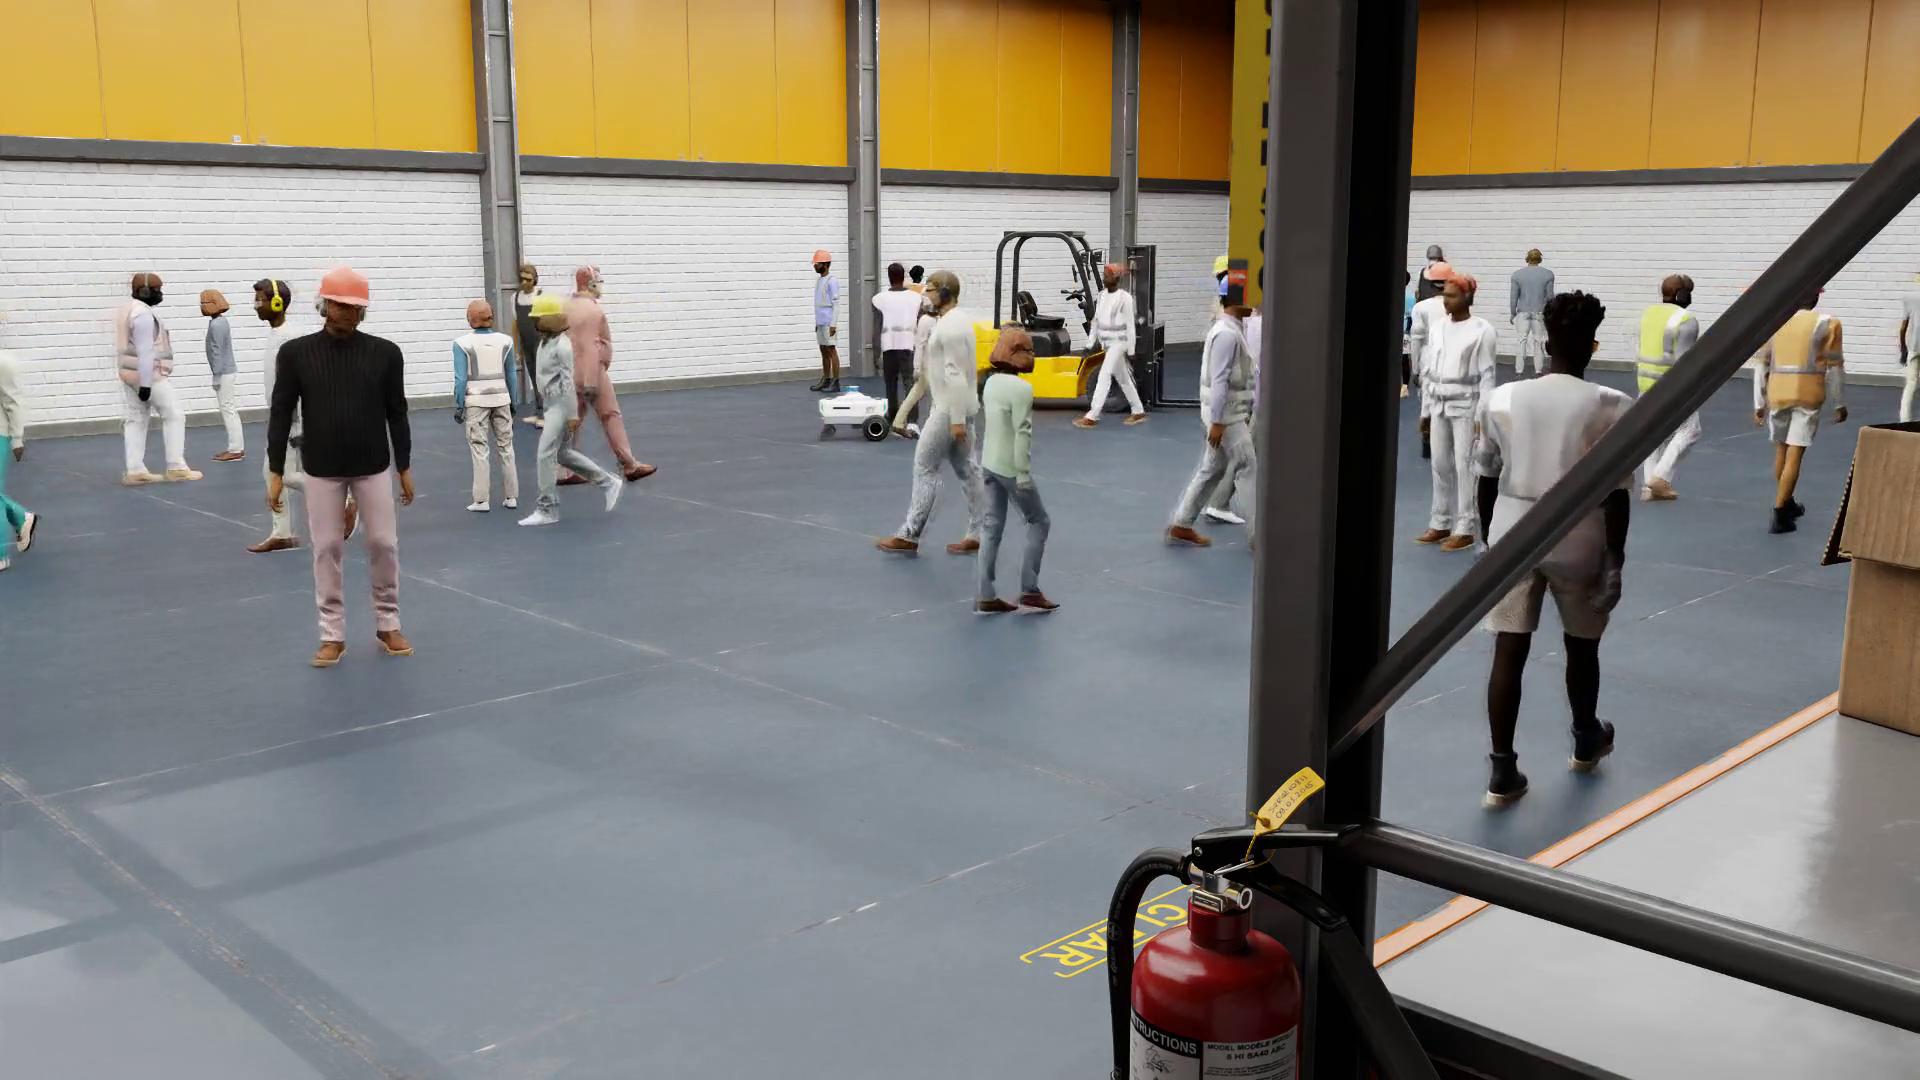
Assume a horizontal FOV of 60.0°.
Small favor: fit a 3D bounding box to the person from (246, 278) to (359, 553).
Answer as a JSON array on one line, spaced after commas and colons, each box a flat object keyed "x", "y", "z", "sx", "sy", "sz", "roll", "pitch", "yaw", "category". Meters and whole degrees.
[{"x": -4.479, "y": -0.832, "z": 11.205, "sx": 0.672, "sy": 1.849, "sz": 0.530, "roll": -7, "pitch": 12, "yaw": -33, "category": "person"}]

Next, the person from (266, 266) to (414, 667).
[{"x": -3.104, "y": -0.360, "z": 8.302, "sx": 0.717, "sy": 1.979, "sz": 0.430, "roll": -4, "pitch": 11, "yaw": -21, "category": "person"}]

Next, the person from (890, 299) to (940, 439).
[{"x": -0.339, "y": -1.806, "z": 17.252, "sx": 0.882, "sy": 1.576, "sz": 0.575, "roll": 3, "pitch": 11, "yaw": 15, "category": "person"}]

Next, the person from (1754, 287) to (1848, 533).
[{"x": 6.134, "y": -1.024, "z": 12.114, "sx": 0.922, "sy": 1.899, "sz": 0.567, "roll": -9, "pitch": 14, "yaw": -41, "category": "person"}]

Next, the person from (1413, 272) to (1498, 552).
[{"x": 3.363, "y": -0.868, "z": 11.306, "sx": 0.337, "sy": 1.883, "sz": 0.580, "roll": -6, "pitch": 12, "yaw": -31, "category": "person"}]

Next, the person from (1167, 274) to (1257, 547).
[{"x": 1.824, "y": -0.852, "z": 11.180, "sx": 0.813, "sy": 1.921, "sz": 0.625, "roll": 2, "pitch": 11, "yaw": 11, "category": "person"}]

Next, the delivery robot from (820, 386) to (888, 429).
[{"x": -1.111, "y": -1.368, "z": 17.400, "sx": 0.707, "sy": 0.478, "sz": 0.477, "roll": 0, "pitch": 10, "yaw": -1, "category": "delivery robot"}]

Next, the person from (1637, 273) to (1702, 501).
[{"x": 5.649, "y": -1.204, "z": 13.275, "sx": 0.442, "sy": 1.827, "sz": 0.633, "roll": -3, "pitch": 11, "yaw": -18, "category": "person"}]

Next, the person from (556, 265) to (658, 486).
[{"x": -3.091, "y": -1.410, "z": 14.309, "sx": 0.949, "sy": 1.864, "sz": 0.669, "roll": -8, "pitch": 13, "yaw": -39, "category": "person"}]

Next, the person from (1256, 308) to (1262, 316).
[{"x": 4.926, "y": -3.541, "z": 26.292, "sx": 0.549, "sy": 1.747, "sz": 0.379, "roll": -1, "pitch": 10, "yaw": -7, "category": "person"}]

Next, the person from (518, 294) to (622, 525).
[{"x": -2.925, "y": -0.979, "z": 12.393, "sx": 0.775, "sy": 1.710, "sz": 0.493, "roll": -6, "pitch": 12, "yaw": -30, "category": "person"}]

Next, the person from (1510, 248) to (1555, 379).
[{"x": 8.507, "y": -3.366, "z": 24.776, "sx": 0.627, "sy": 1.940, "sz": 0.370, "roll": 4, "pitch": 11, "yaw": 19, "category": "person"}]

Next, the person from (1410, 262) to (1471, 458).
[{"x": 4.492, "y": -1.646, "z": 15.560, "sx": 0.564, "sy": 1.897, "sz": 1.005, "roll": 2, "pitch": 11, "yaw": 12, "category": "person"}]

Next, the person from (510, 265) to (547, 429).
[{"x": -4.782, "y": -2.155, "z": 18.589, "sx": 0.584, "sy": 1.805, "sz": 0.665, "roll": 4, "pitch": 11, "yaw": 22, "category": "person"}]

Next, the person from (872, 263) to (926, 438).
[{"x": -0.637, "y": -2.028, "z": 17.766, "sx": 0.608, "sy": 1.852, "sz": 1.103, "roll": 0, "pitch": 10, "yaw": -3, "category": "person"}]

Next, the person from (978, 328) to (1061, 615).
[{"x": 0.350, "y": -0.382, "z": 9.361, "sx": 0.585, "sy": 1.610, "sz": 0.531, "roll": -5, "pitch": 12, "yaw": -27, "category": "person"}]

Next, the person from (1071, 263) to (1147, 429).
[{"x": 1.710, "y": -2.157, "z": 18.523, "sx": 1.030, "sy": 1.830, "sz": 0.587, "roll": -5, "pitch": 11, "yaw": -24, "category": "person"}]

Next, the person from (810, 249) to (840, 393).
[{"x": -1.844, "y": -2.974, "z": 22.643, "sx": 0.379, "sy": 1.937, "sz": 0.548, "roll": -6, "pitch": 12, "yaw": -29, "category": "person"}]

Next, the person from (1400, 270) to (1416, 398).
[{"x": 5.779, "y": -2.716, "z": 21.893, "sx": 0.318, "sy": 1.697, "sz": 0.535, "roll": -4, "pitch": 11, "yaw": -19, "category": "person"}]

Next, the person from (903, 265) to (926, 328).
[{"x": -0.649, "y": -3.222, "z": 24.671, "sx": 0.532, "sy": 1.691, "sz": 0.318, "roll": 4, "pitch": 11, "yaw": 19, "category": "person"}]

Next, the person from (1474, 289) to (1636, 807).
[{"x": 2.296, "y": 0.009, "z": 6.396, "sx": 0.634, "sy": 1.916, "sz": 0.965, "roll": 8, "pitch": 13, "yaw": 37, "category": "person"}]

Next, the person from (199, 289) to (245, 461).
[{"x": -7.011, "y": -1.560, "z": 15.789, "sx": 0.282, "sy": 1.624, "sz": 0.494, "roll": -4, "pitch": 11, "yaw": -19, "category": "person"}]

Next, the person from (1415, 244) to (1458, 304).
[{"x": 7.231, "y": -3.505, "z": 25.256, "sx": 0.686, "sy": 2.000, "sz": 0.901, "roll": 6, "pitch": 12, "yaw": 30, "category": "person"}]

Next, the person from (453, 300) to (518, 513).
[{"x": -3.661, "y": -1.029, "z": 12.859, "sx": 0.522, "sy": 1.636, "sz": 0.311, "roll": -9, "pitch": 14, "yaw": -41, "category": "person"}]

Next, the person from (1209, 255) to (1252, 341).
[{"x": 2.995, "y": -2.290, "z": 19.023, "sx": 0.801, "sy": 1.891, "sz": 0.605, "roll": -5, "pitch": 12, "yaw": -26, "category": "person"}]

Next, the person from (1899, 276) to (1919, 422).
[{"x": 10.195, "y": -1.976, "z": 17.488, "sx": 0.879, "sy": 1.832, "sz": 0.566, "roll": -9, "pitch": 14, "yaw": -40, "category": "person"}]

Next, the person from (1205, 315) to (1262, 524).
[{"x": 2.284, "y": -1.047, "z": 12.324, "sx": 1.014, "sy": 1.877, "sz": 0.605, "roll": -1, "pitch": 10, "yaw": -6, "category": "person"}]

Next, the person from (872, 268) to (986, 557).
[{"x": -0.195, "y": -0.832, "z": 11.043, "sx": 0.905, "sy": 1.902, "sz": 0.662, "roll": 1, "pitch": 10, "yaw": 5, "category": "person"}]

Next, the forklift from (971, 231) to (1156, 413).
[{"x": 1.222, "y": -2.721, "z": 20.561, "sx": 2.313, "sy": 2.155, "sz": 1.214, "roll": 2, "pitch": 11, "yaw": 13, "category": "forklift"}]

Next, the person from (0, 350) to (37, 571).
[{"x": -6.178, "y": -0.675, "z": 10.615, "sx": 0.533, "sy": 1.748, "sz": 0.621, "roll": 2, "pitch": 11, "yaw": 13, "category": "person"}]

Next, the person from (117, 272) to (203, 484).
[{"x": -6.916, "y": -1.389, "z": 14.352, "sx": 0.714, "sy": 1.814, "sz": 0.620, "roll": -10, "pitch": 14, "yaw": -42, "category": "person"}]
